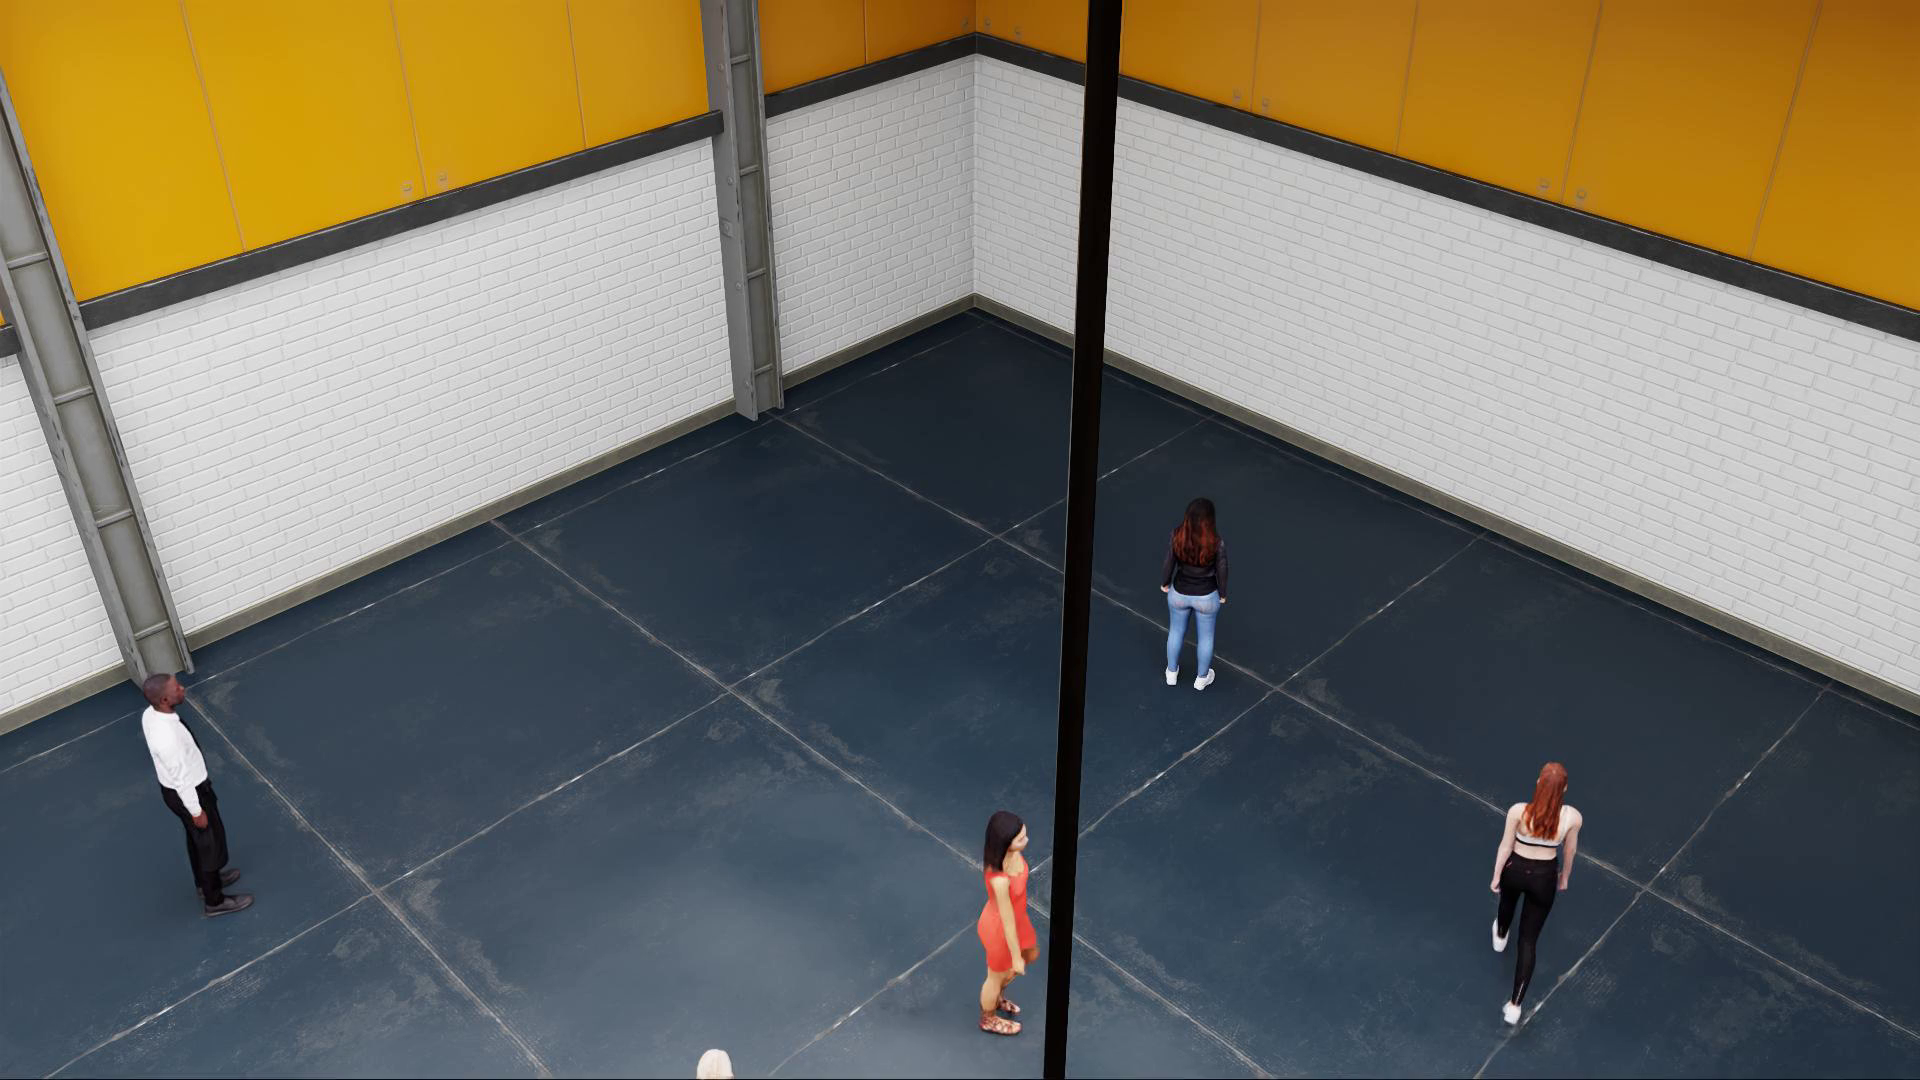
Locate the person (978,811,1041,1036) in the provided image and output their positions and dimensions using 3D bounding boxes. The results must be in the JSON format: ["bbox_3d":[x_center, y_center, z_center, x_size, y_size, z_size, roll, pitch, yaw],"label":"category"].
[{"bbox_3d":[0.166,2.244,9.641,0.765,1.706,0.686,5,34,7],"label":"person"}]

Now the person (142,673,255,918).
[{"bbox_3d":[-4.883,1.605,10.491,0.603,1.829,0.678,-20,38,-27],"label":"person"}]

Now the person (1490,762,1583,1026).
[{"bbox_3d":[3.383,2.095,9.869,1.021,1.701,1.260,8,35,13],"label":"person"}]

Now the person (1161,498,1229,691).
[{"bbox_3d":[1.759,0.398,12.484,0.731,1.633,0.714,11,35,16],"label":"person"}]
